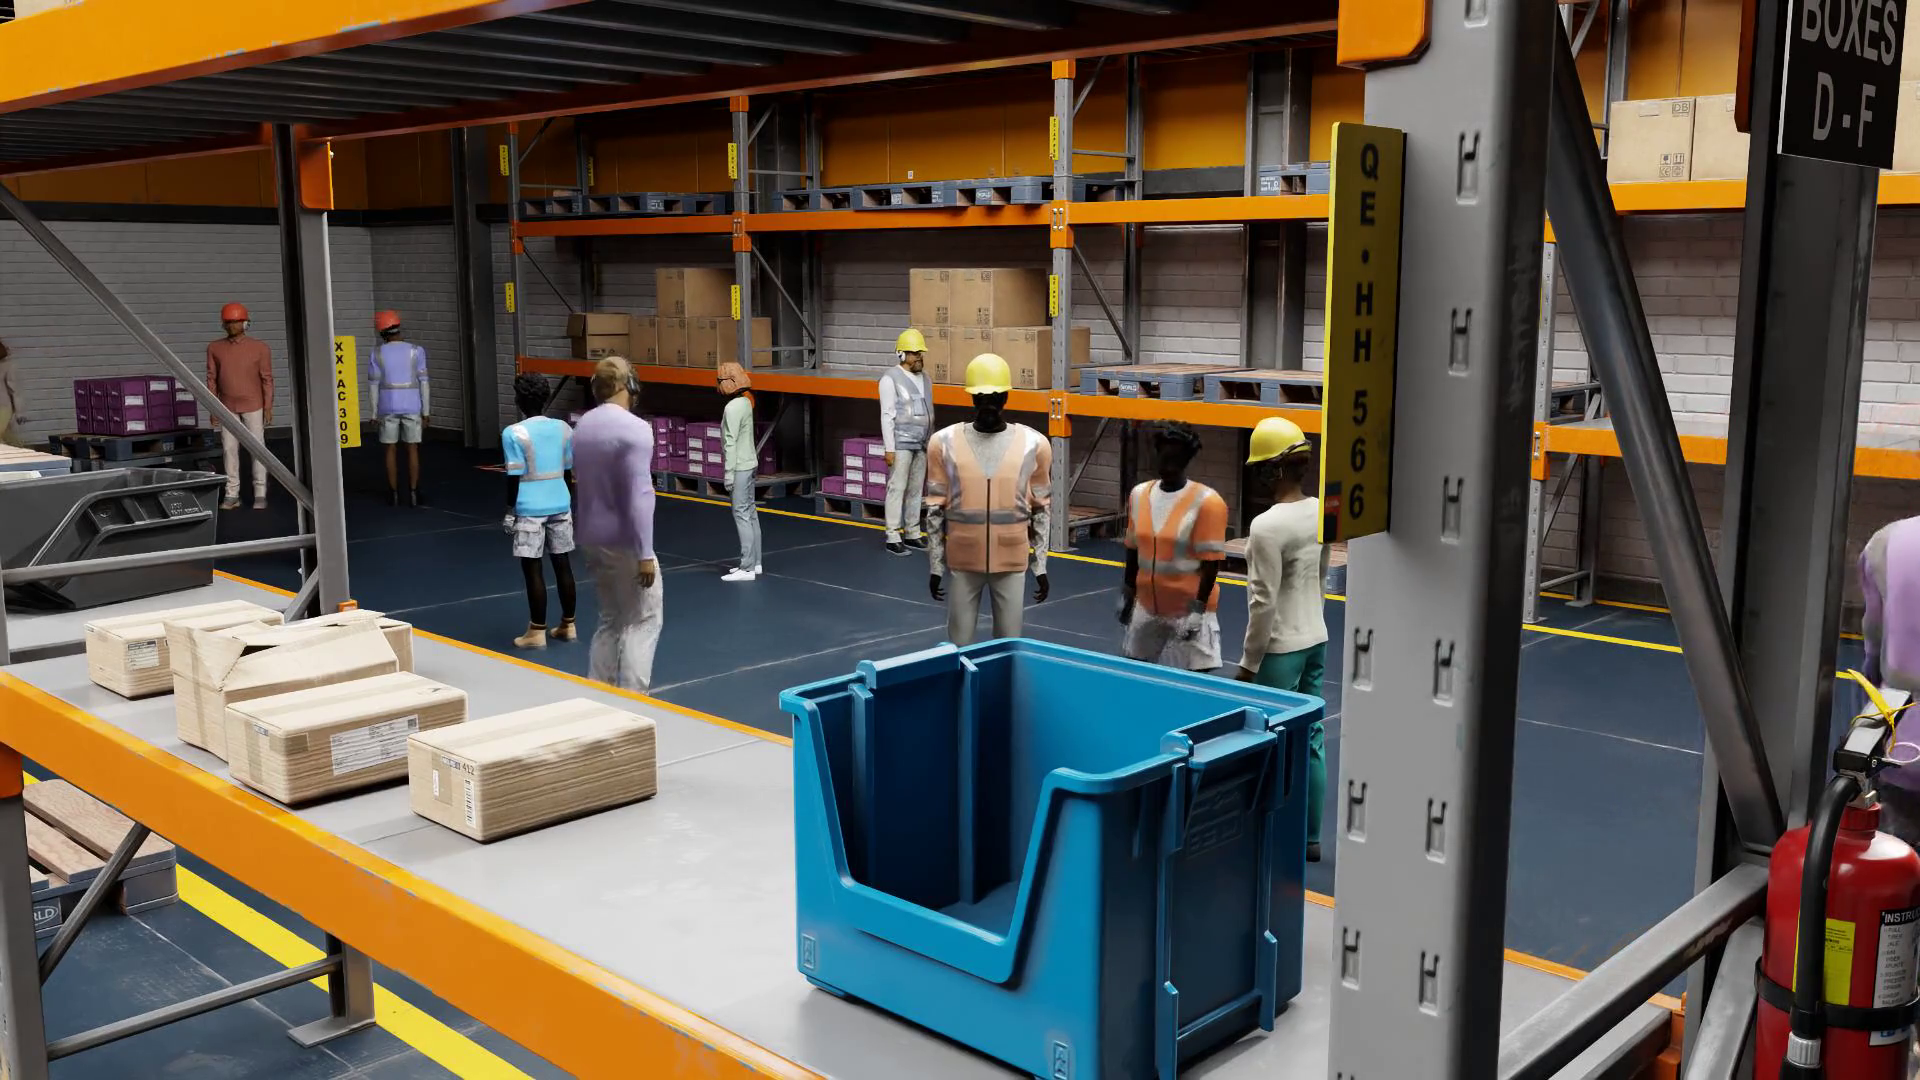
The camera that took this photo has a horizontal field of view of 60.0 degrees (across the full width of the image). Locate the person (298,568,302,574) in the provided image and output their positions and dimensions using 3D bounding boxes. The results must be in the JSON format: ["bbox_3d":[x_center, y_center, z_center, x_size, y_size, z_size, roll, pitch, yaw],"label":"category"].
[{"bbox_3d":[-4.901,-0.704,12.705,0.392,1.920,0.589,-2,10,-13],"label":"person"}]

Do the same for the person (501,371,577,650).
[{"bbox_3d":[-2.572,-0.180,10.161,0.317,1.697,0.540,6,11,34],"label":"person"}]

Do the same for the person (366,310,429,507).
[{"bbox_3d":[-5.460,-1.251,16.180,0.580,1.913,0.368,-4,10,-22],"label":"person"}]

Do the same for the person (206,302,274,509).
[{"bbox_3d":[-6.938,-1.282,16.041,0.632,1.994,0.417,-1,9,-7],"label":"person"}]

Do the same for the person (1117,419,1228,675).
[{"bbox_3d":[0.880,0.279,7.448,0.321,1.670,0.750,-9,13,-43],"label":"person"}]

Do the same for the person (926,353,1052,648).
[{"bbox_3d":[0.136,0.092,7.792,0.589,1.928,0.384,0,9,0],"label":"person"}]

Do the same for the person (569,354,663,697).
[{"bbox_3d":[-1.695,0.040,8.223,0.438,1.896,0.703,-8,12,-39],"label":"person"}]

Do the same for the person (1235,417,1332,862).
[{"bbox_3d":[1.219,0.412,6.353,0.328,1.759,0.524,8,12,40],"label":"person"}]

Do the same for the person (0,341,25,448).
[{"bbox_3d":[-10.302,-1.386,17.890,0.512,1.592,0.863,4,10,25],"label":"person"}]

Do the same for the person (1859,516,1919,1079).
[{"bbox_3d":[2.546,0.607,4.390,0.750,2.018,0.618,-2,10,-14],"label":"person"}]

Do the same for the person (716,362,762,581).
[{"bbox_3d":[-1.660,-0.511,12.426,0.289,1.626,0.498,1,9,5],"label":"person"}]

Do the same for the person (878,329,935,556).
[{"bbox_3d":[-0.405,-0.794,13.519,0.403,1.830,0.598,7,11,36],"label":"person"}]
